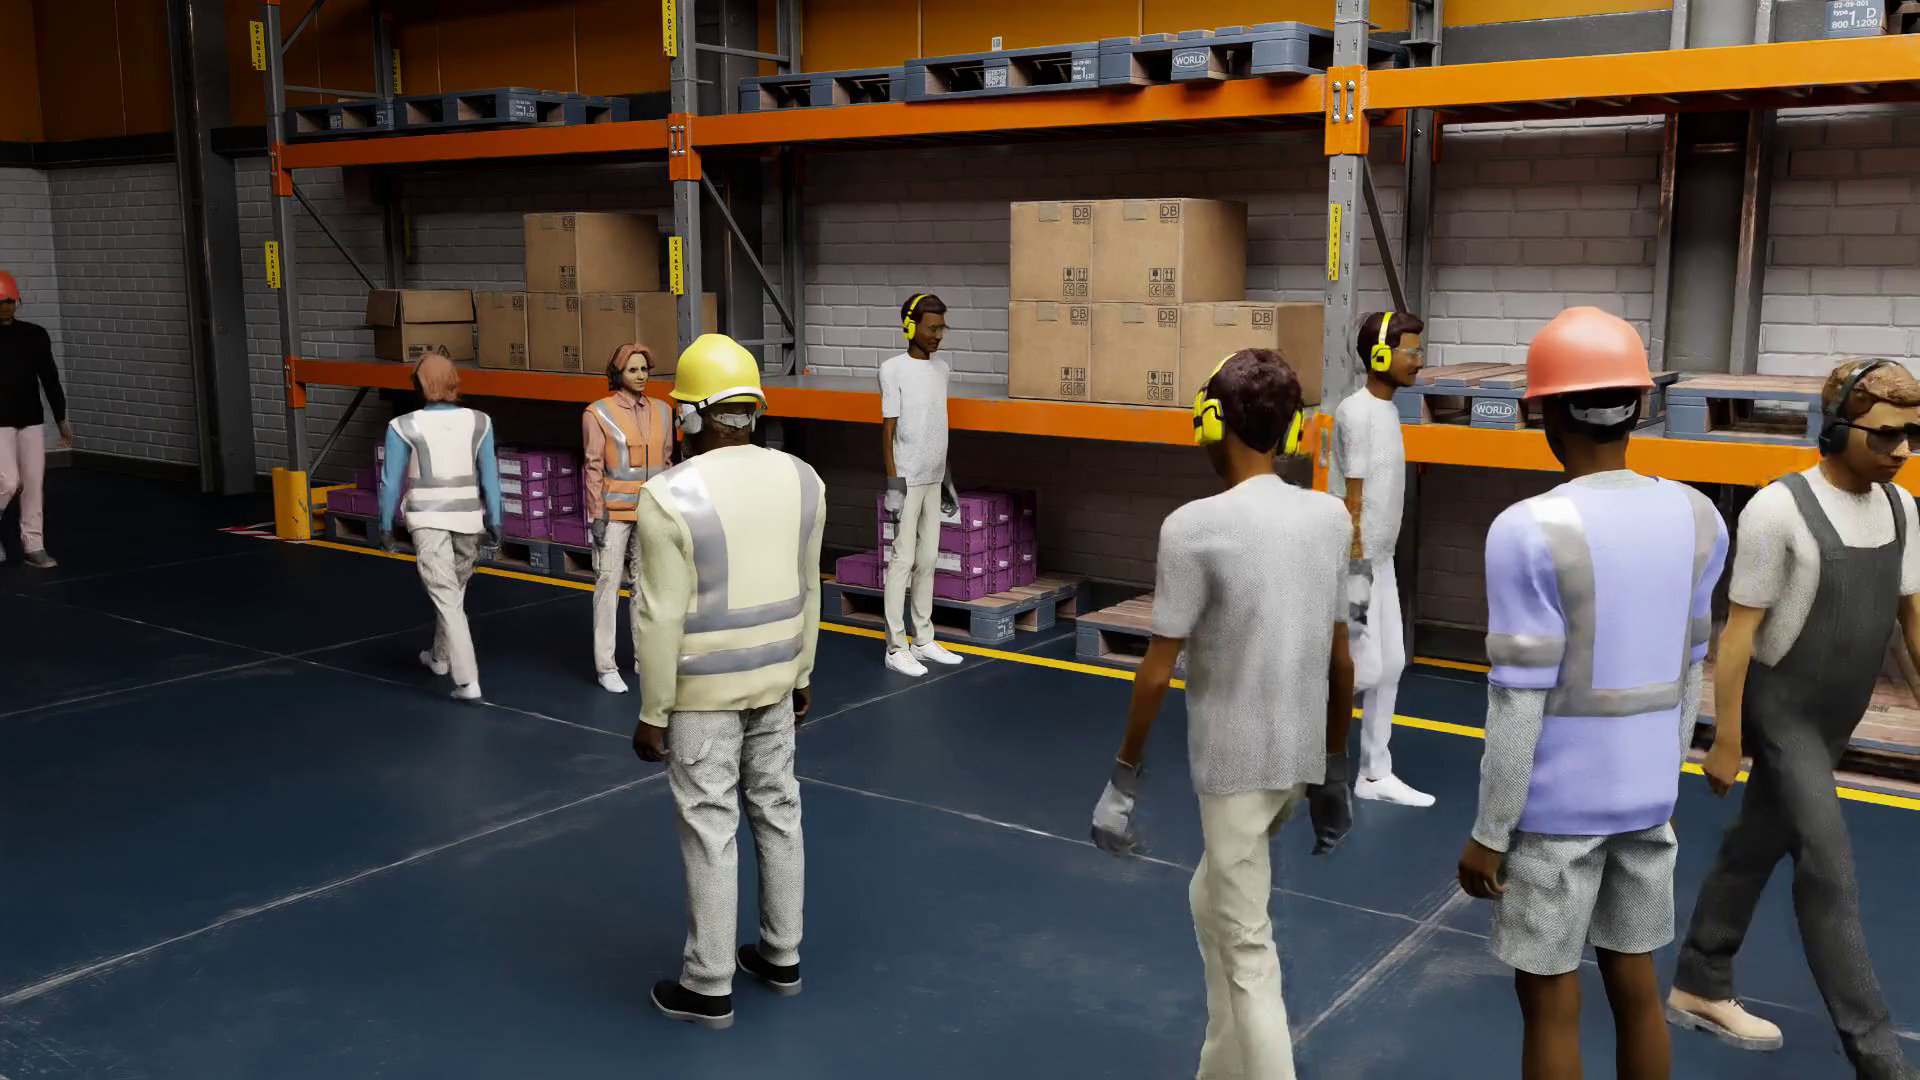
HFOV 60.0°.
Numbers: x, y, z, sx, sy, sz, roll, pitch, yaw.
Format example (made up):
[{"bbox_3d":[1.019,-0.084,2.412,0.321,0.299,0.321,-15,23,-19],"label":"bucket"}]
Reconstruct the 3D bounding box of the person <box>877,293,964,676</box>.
[{"bbox_3d":[-0.192,-0.275,8.207,0.329,1.865,0.507,7,12,35],"label":"person"}]

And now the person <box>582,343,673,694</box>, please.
[{"bbox_3d":[-1.556,-0.110,7.885,0.314,1.642,0.515,8,13,41],"label":"person"}]

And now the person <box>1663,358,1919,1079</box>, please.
[{"bbox_3d":[2.118,0.471,3.960,0.551,1.790,0.939,-5,11,-30],"label":"person"}]

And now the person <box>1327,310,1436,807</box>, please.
[{"bbox_3d":[1.438,0.076,6.165,0.628,1.849,0.536,6,11,31],"label":"person"}]

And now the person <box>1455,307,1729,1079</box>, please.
[{"bbox_3d":[1.231,0.507,3.343,0.543,1.932,0.376,-4,10,-23],"label":"person"}]

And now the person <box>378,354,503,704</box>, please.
[{"bbox_3d":[-2.427,-0.068,7.754,0.536,1.586,0.856,-8,12,-40],"label":"person"}]

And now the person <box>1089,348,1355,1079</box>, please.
[{"bbox_3d":[0.553,0.511,3.609,0.547,1.833,0.694,-8,12,-39],"label":"person"}]

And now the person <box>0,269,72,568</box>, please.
[{"bbox_3d":[-6.220,-0.779,10.902,0.490,1.974,0.636,6,11,31],"label":"person"}]

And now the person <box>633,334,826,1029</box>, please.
[{"bbox_3d":[-0.627,0.373,4.434,0.404,1.832,0.597,8,13,41],"label":"person"}]
